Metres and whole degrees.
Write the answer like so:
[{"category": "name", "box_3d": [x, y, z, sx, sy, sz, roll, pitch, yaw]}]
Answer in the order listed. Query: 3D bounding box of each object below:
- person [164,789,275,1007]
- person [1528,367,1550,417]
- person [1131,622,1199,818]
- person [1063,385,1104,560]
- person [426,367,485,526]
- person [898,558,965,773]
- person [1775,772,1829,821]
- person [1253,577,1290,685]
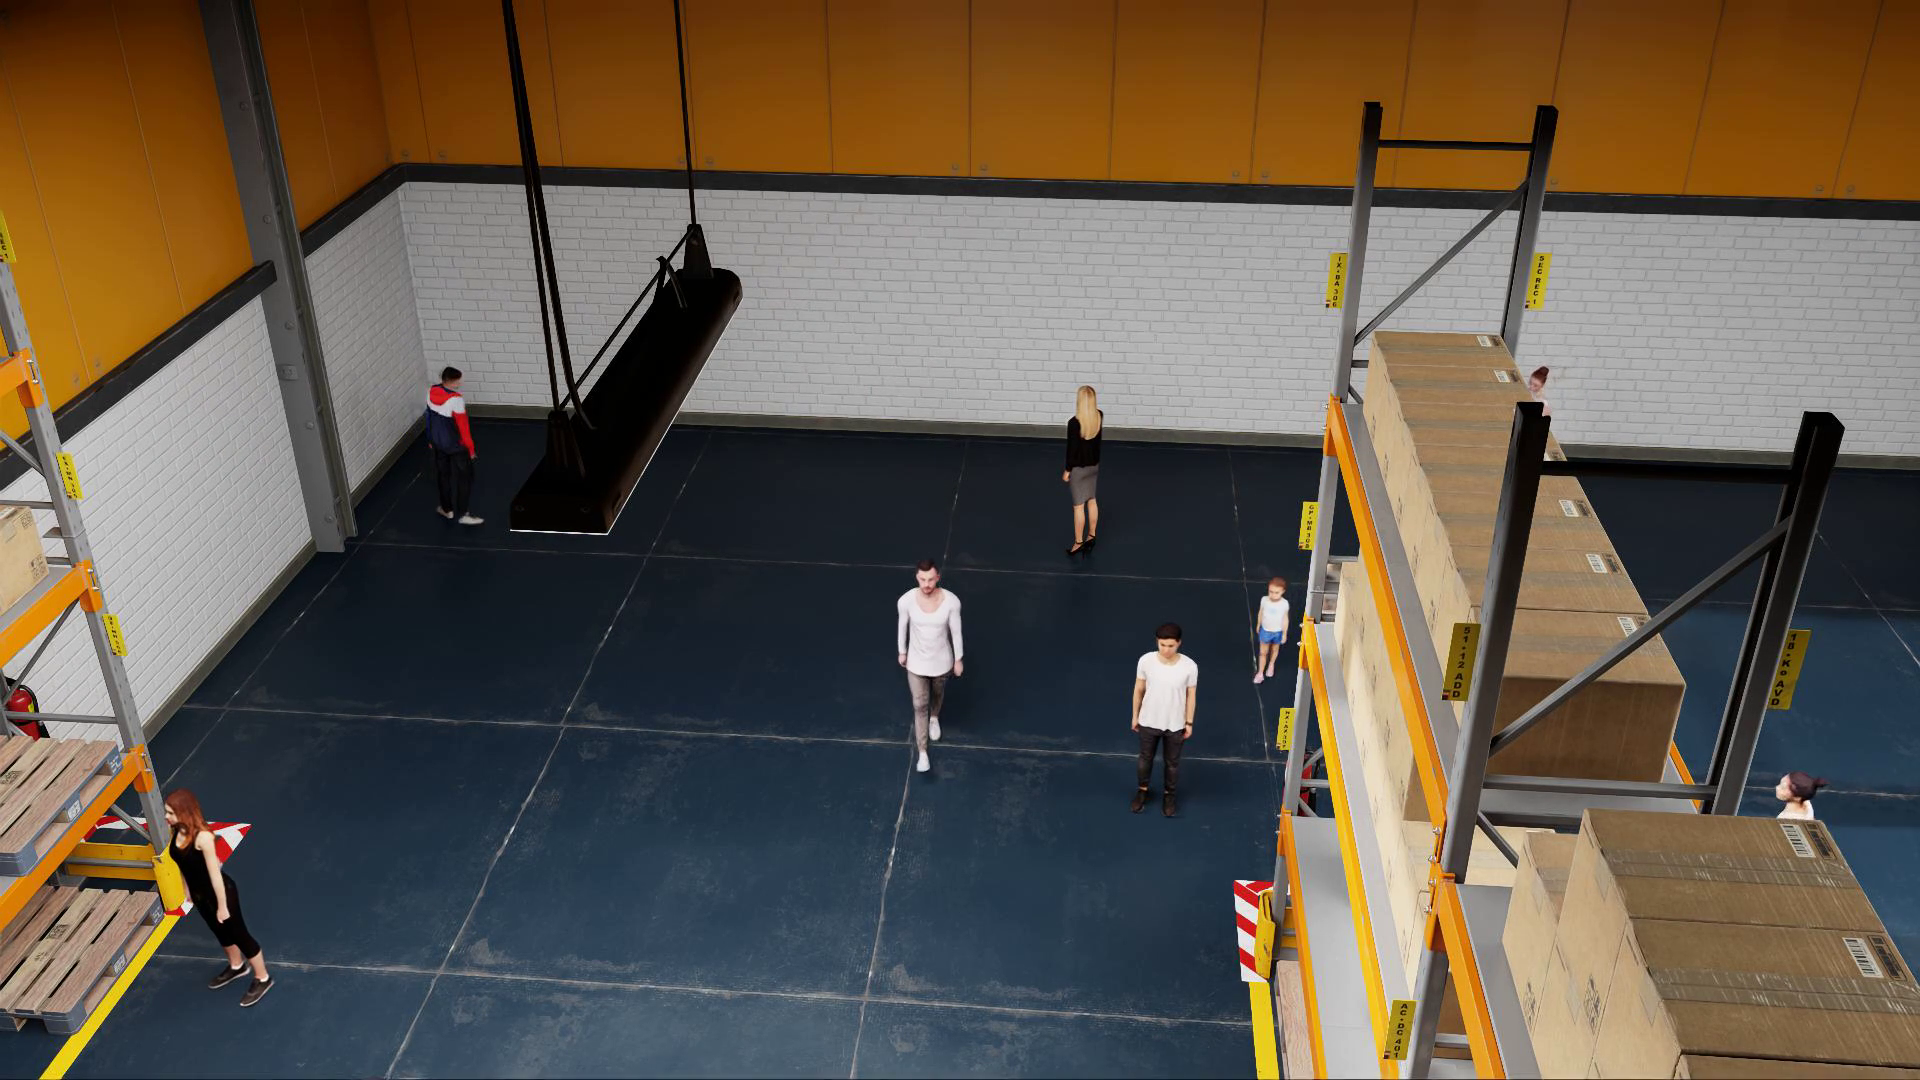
[{"category": "person", "box_3d": [-4.956, 2.341, 11.062, 0.683, 1.719, 0.693, 17, 33, 28]}, {"category": "person", "box_3d": [5.918, -0.989, 17.162, 1.043, 1.722, 1.137, -8, 30, -15]}, {"category": "person", "box_3d": [1.576, 1.362, 12.856, 0.659, 1.720, 0.576, 7, 29, 13]}, {"category": "person", "box_3d": [1.230, -0.682, 16.474, 0.675, 1.844, 0.744, -24, 37, -37]}, {"category": "person", "box_3d": [-5.328, -1.002, 17.177, 0.872, 1.731, 0.748, 6, 29, 11]}, {"category": "person", "box_3d": [-0.242, 0.927, 13.579, 0.771, 1.790, 1.131, -1, 29, -2]}, {"category": "person", "box_3d": [5.715, 2.268, 11.352, 0.923, 1.570, 1.024, 20, 34, 32]}, {"category": "person", "box_3d": [2.782, 0.753, 14.714, 0.535, 1.010, 0.656, 11, 31, 20]}]
